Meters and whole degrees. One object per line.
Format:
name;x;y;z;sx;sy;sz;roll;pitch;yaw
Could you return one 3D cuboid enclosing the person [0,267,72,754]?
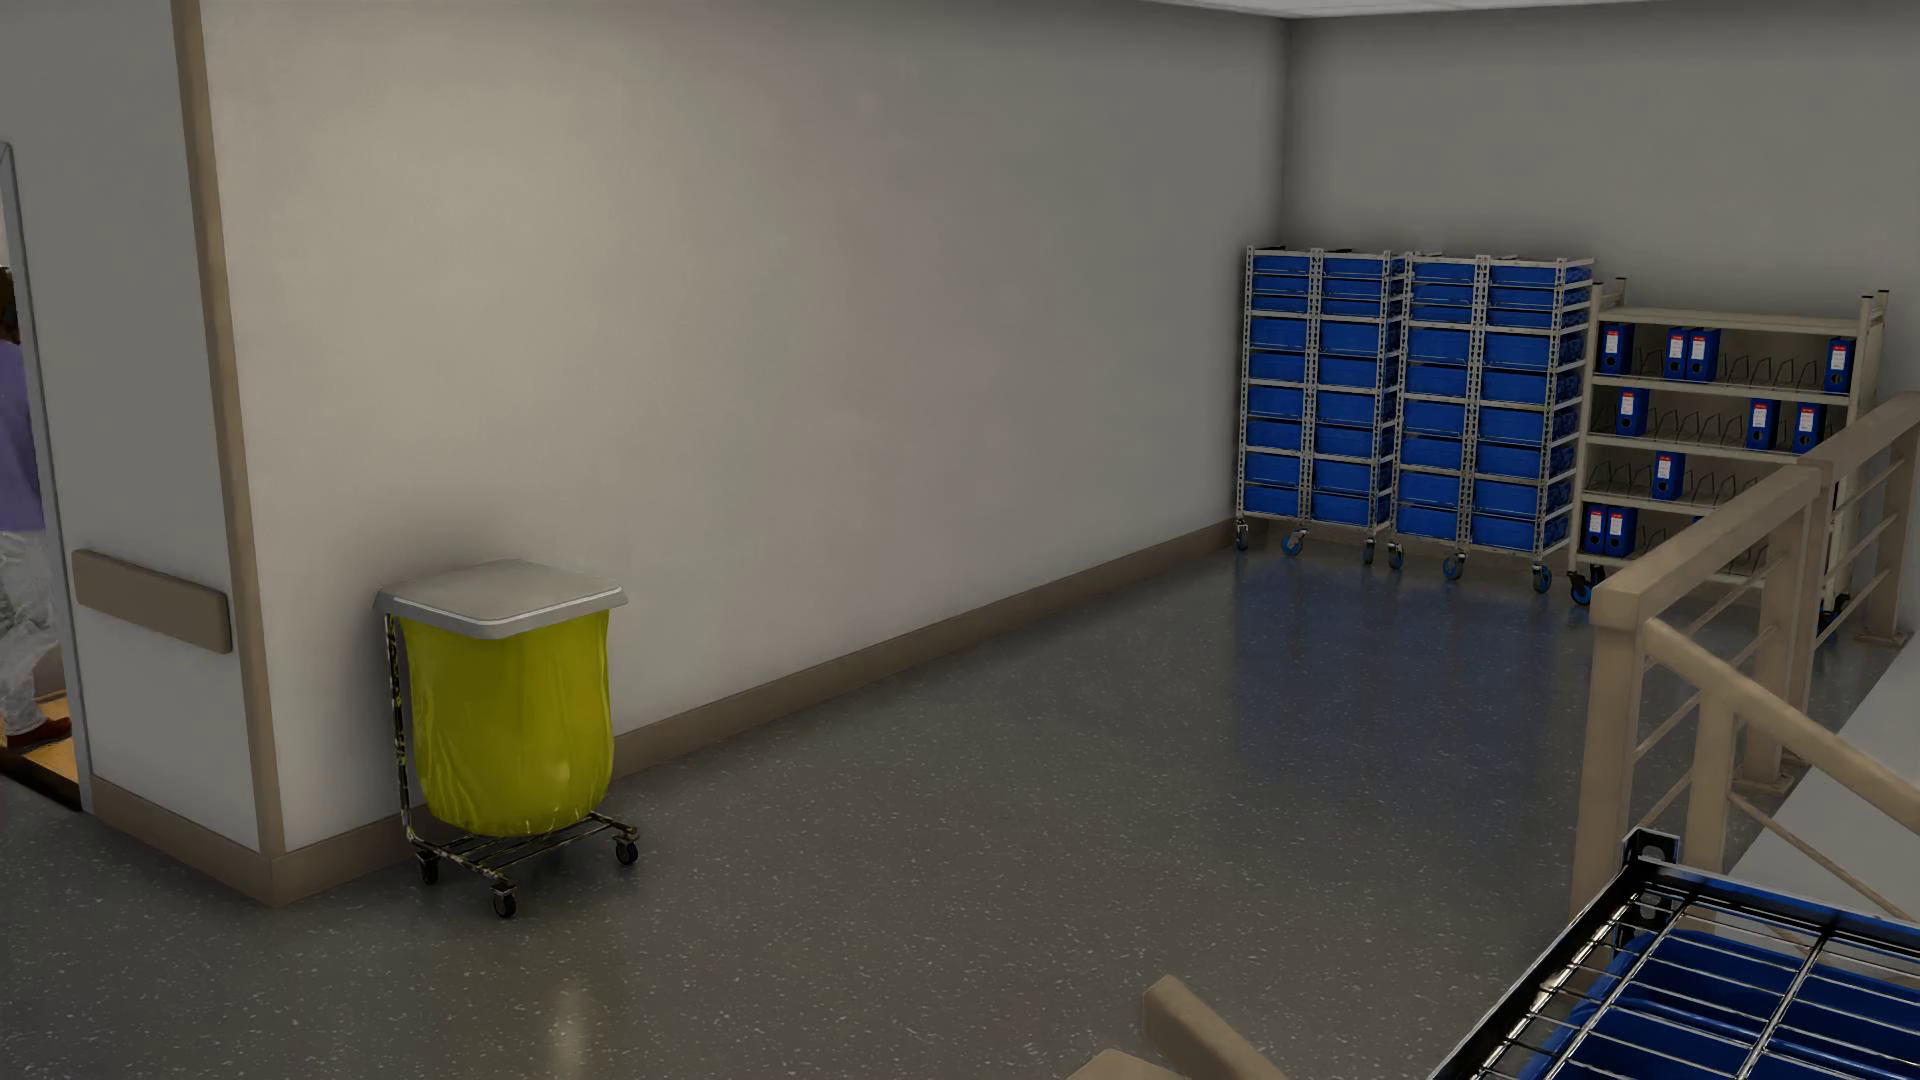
person;-3.565;-0.031;6.087;0.639;1.892;0.754;4;14;15
